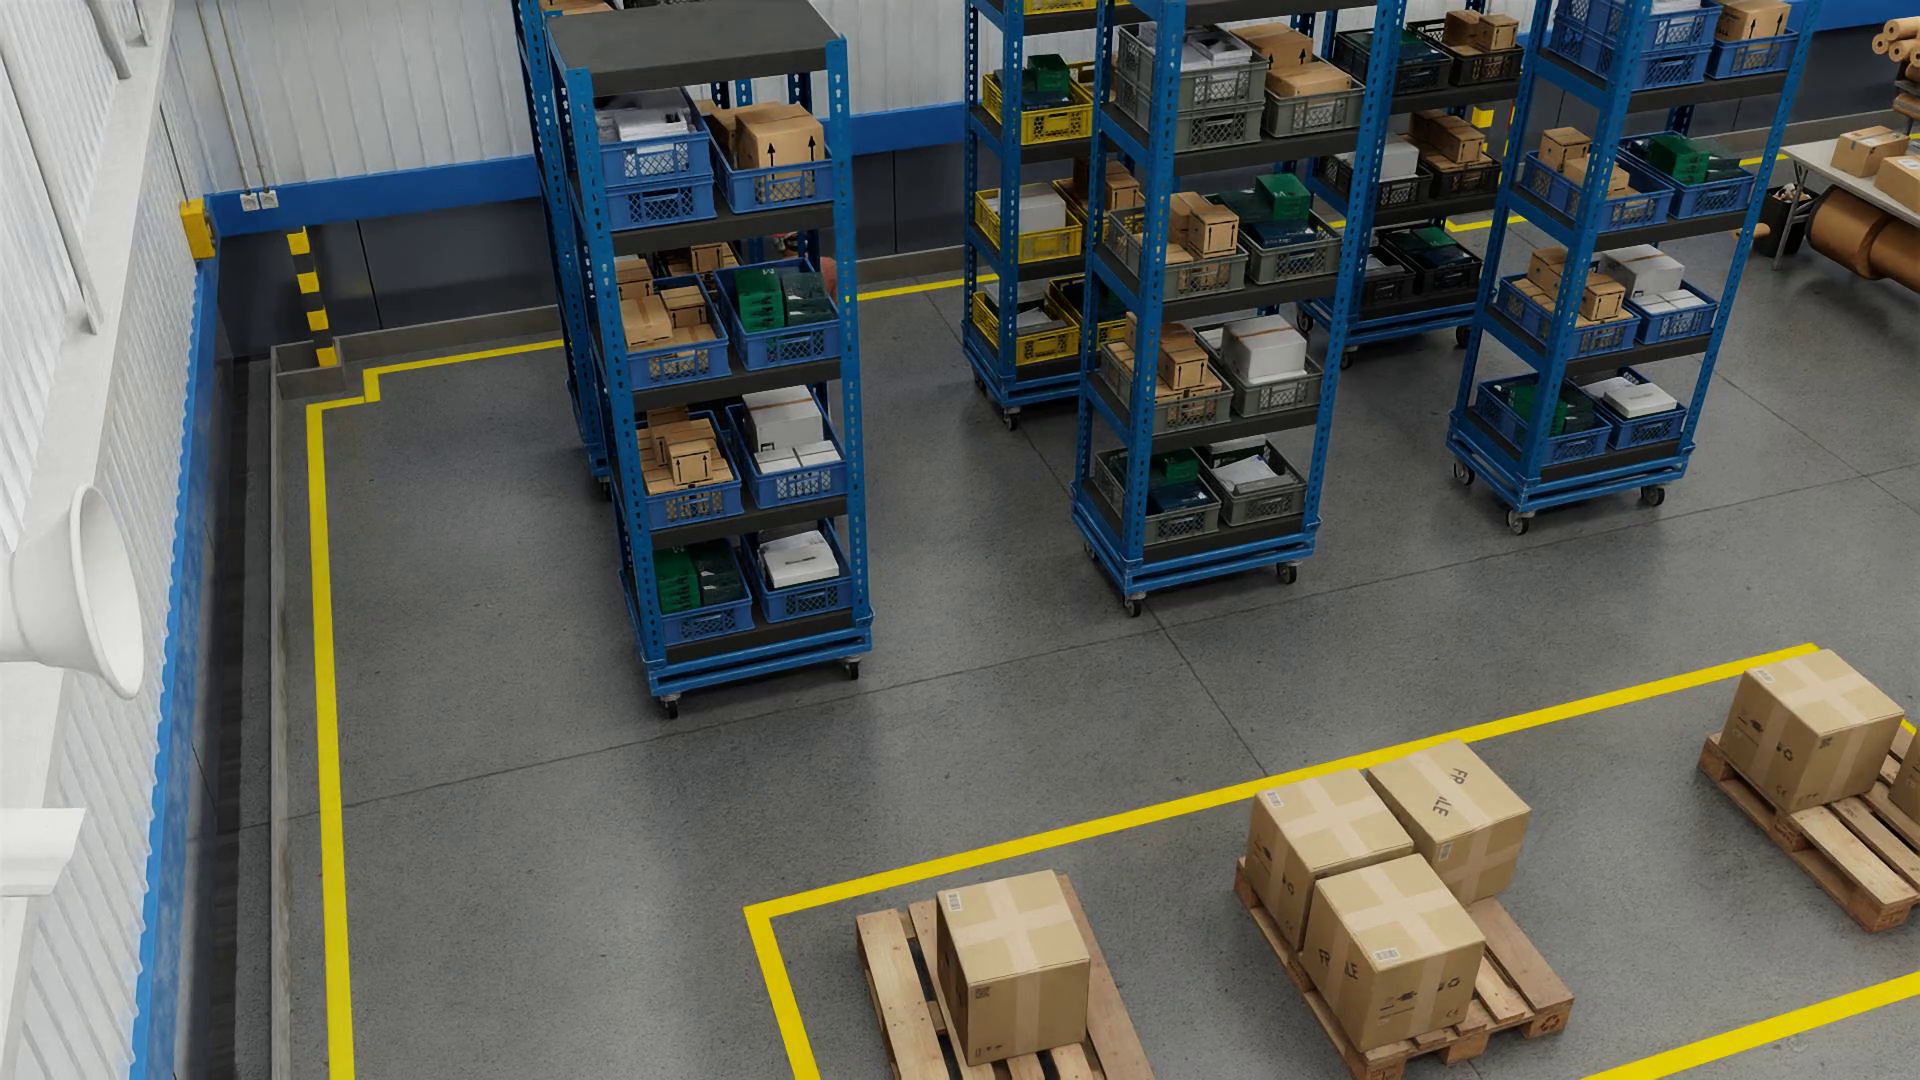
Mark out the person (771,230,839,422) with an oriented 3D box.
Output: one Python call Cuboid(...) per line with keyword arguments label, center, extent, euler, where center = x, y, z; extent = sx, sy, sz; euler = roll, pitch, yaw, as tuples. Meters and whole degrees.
Cuboid(label="person", center=(-0.985, -1.109, 10.137), extent=(0.630, 1.979, 0.412), euler=(-29, 44, -35))
